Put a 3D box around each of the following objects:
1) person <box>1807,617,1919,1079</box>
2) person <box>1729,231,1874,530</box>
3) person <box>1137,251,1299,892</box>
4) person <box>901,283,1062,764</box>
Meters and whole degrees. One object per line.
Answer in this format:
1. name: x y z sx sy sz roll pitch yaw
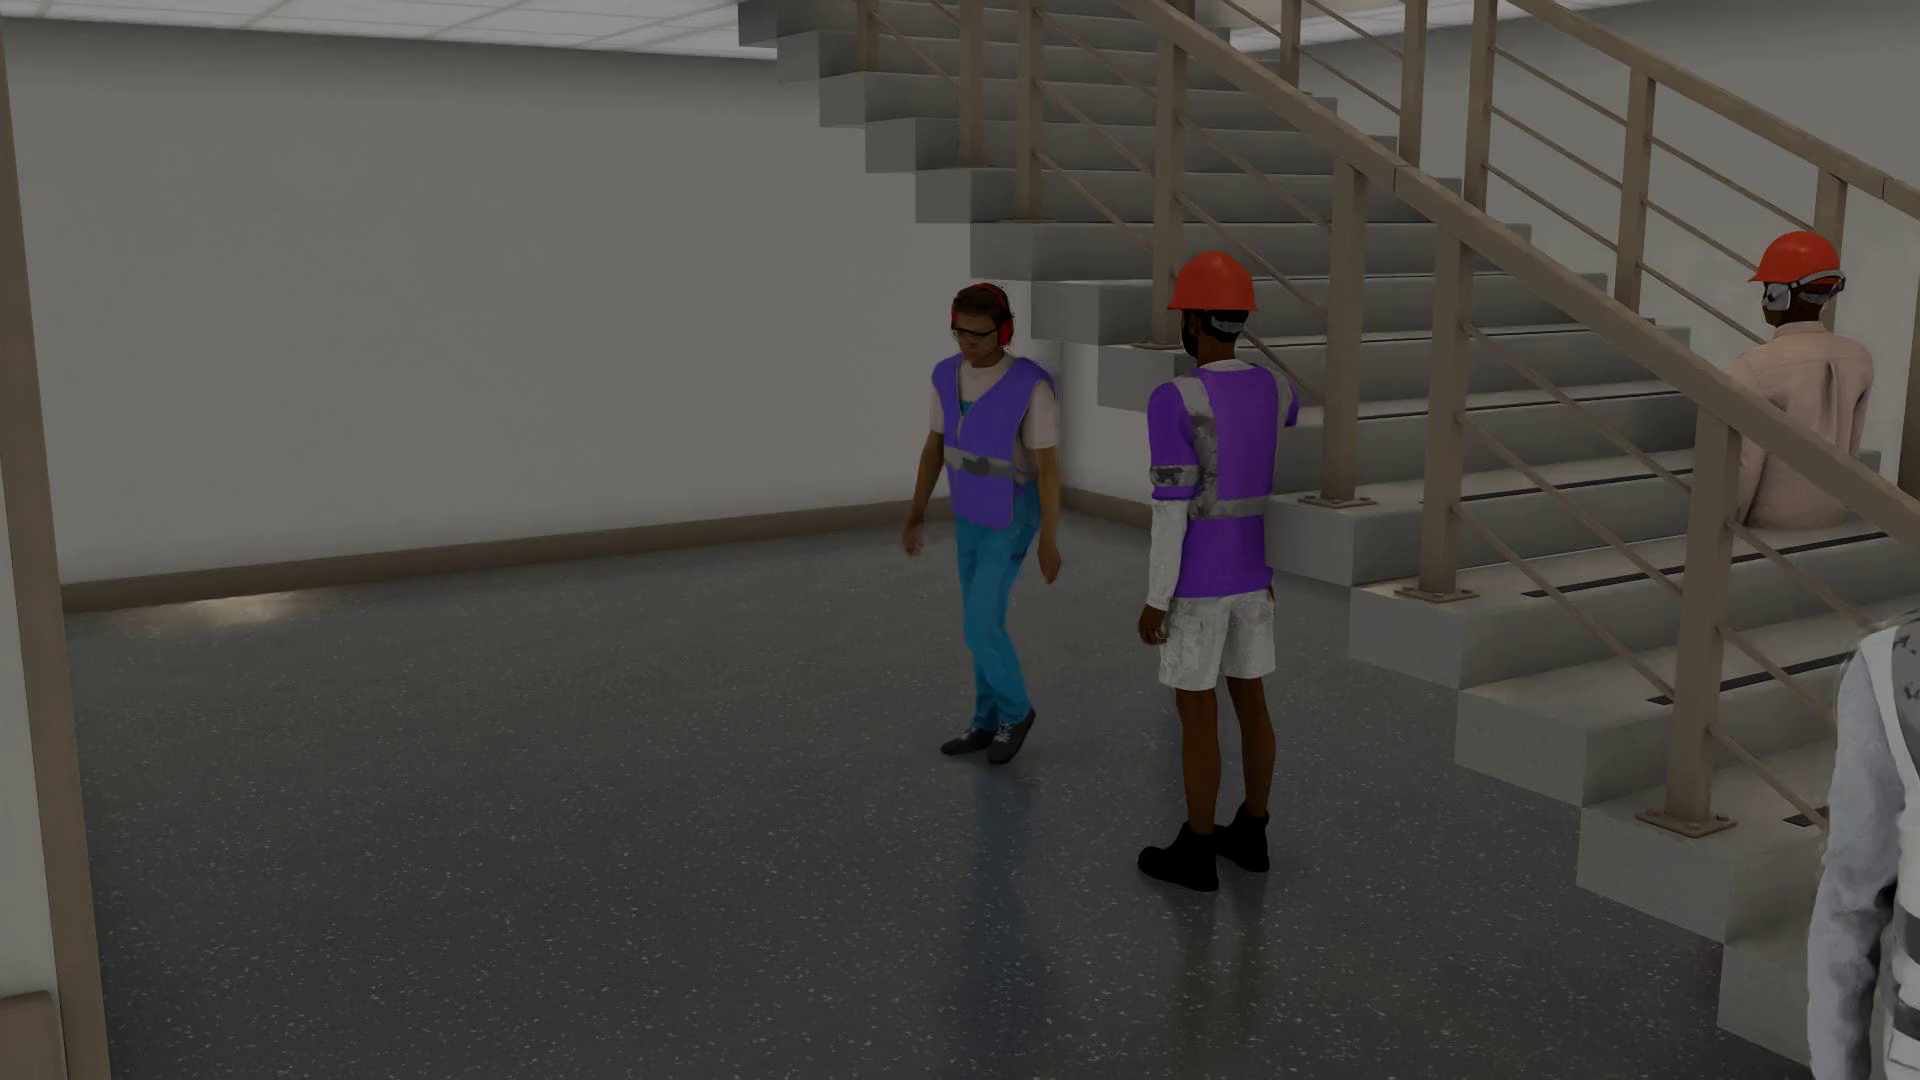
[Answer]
1. person: 1.413 0.724 2.127 0.598 1.832 1.015 4 11 20
2. person: 2.813 -0.047 5.713 0.610 1.995 0.375 -5 12 -25
3. person: 0.759 0.102 5.074 0.546 1.939 0.375 -7 13 -33
4. person: 0.089 -0.044 6.182 0.470 1.808 0.688 -8 13 -35
